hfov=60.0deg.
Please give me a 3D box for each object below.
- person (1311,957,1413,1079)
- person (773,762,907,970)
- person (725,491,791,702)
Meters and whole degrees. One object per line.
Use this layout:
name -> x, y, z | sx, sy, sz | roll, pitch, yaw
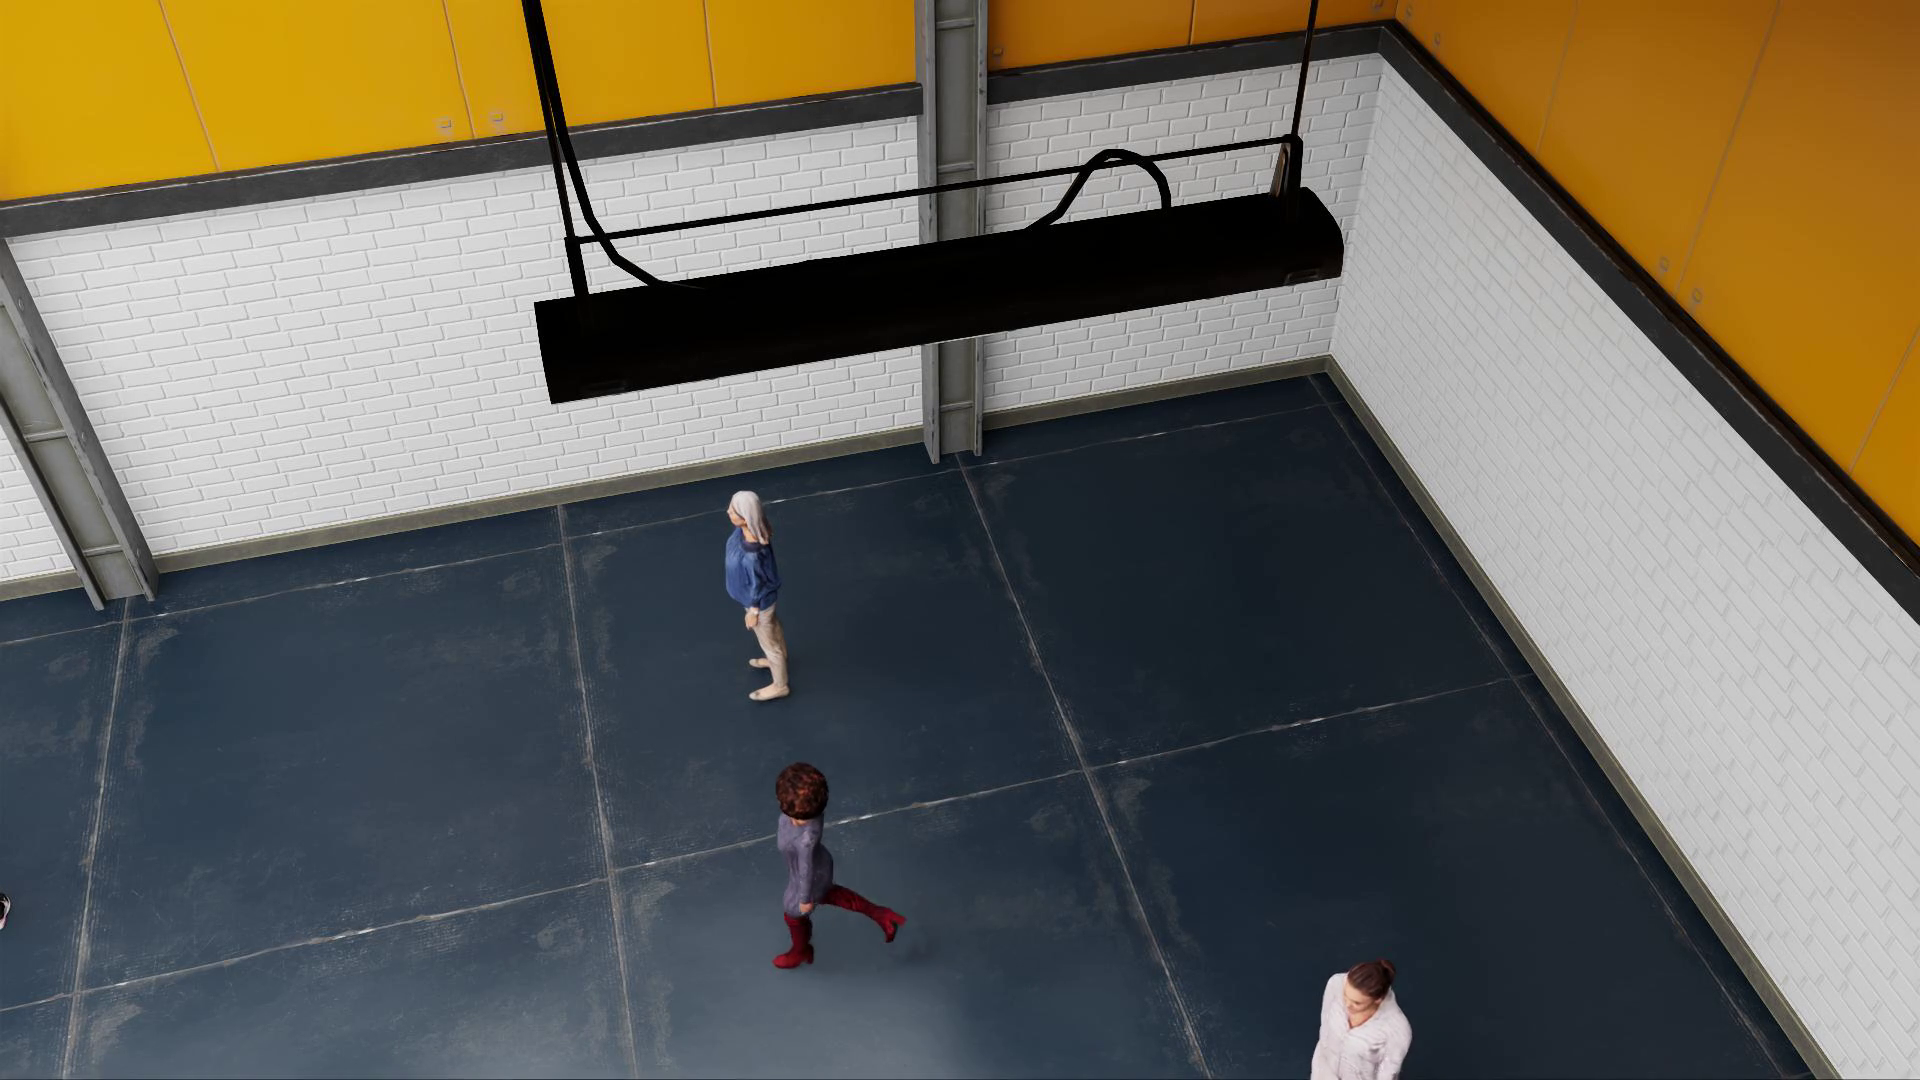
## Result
person -> 1.991, 2.535, 8.194 | 0.926, 1.665, 1.064 | 34, 53, 30
person -> -0.727, 1.802, 8.944 | 1.046, 1.691, 0.747 | 0, 44, 0
person -> -1.256, 0.339, 10.476 | 0.615, 1.697, 0.651 | -3, 44, -4
